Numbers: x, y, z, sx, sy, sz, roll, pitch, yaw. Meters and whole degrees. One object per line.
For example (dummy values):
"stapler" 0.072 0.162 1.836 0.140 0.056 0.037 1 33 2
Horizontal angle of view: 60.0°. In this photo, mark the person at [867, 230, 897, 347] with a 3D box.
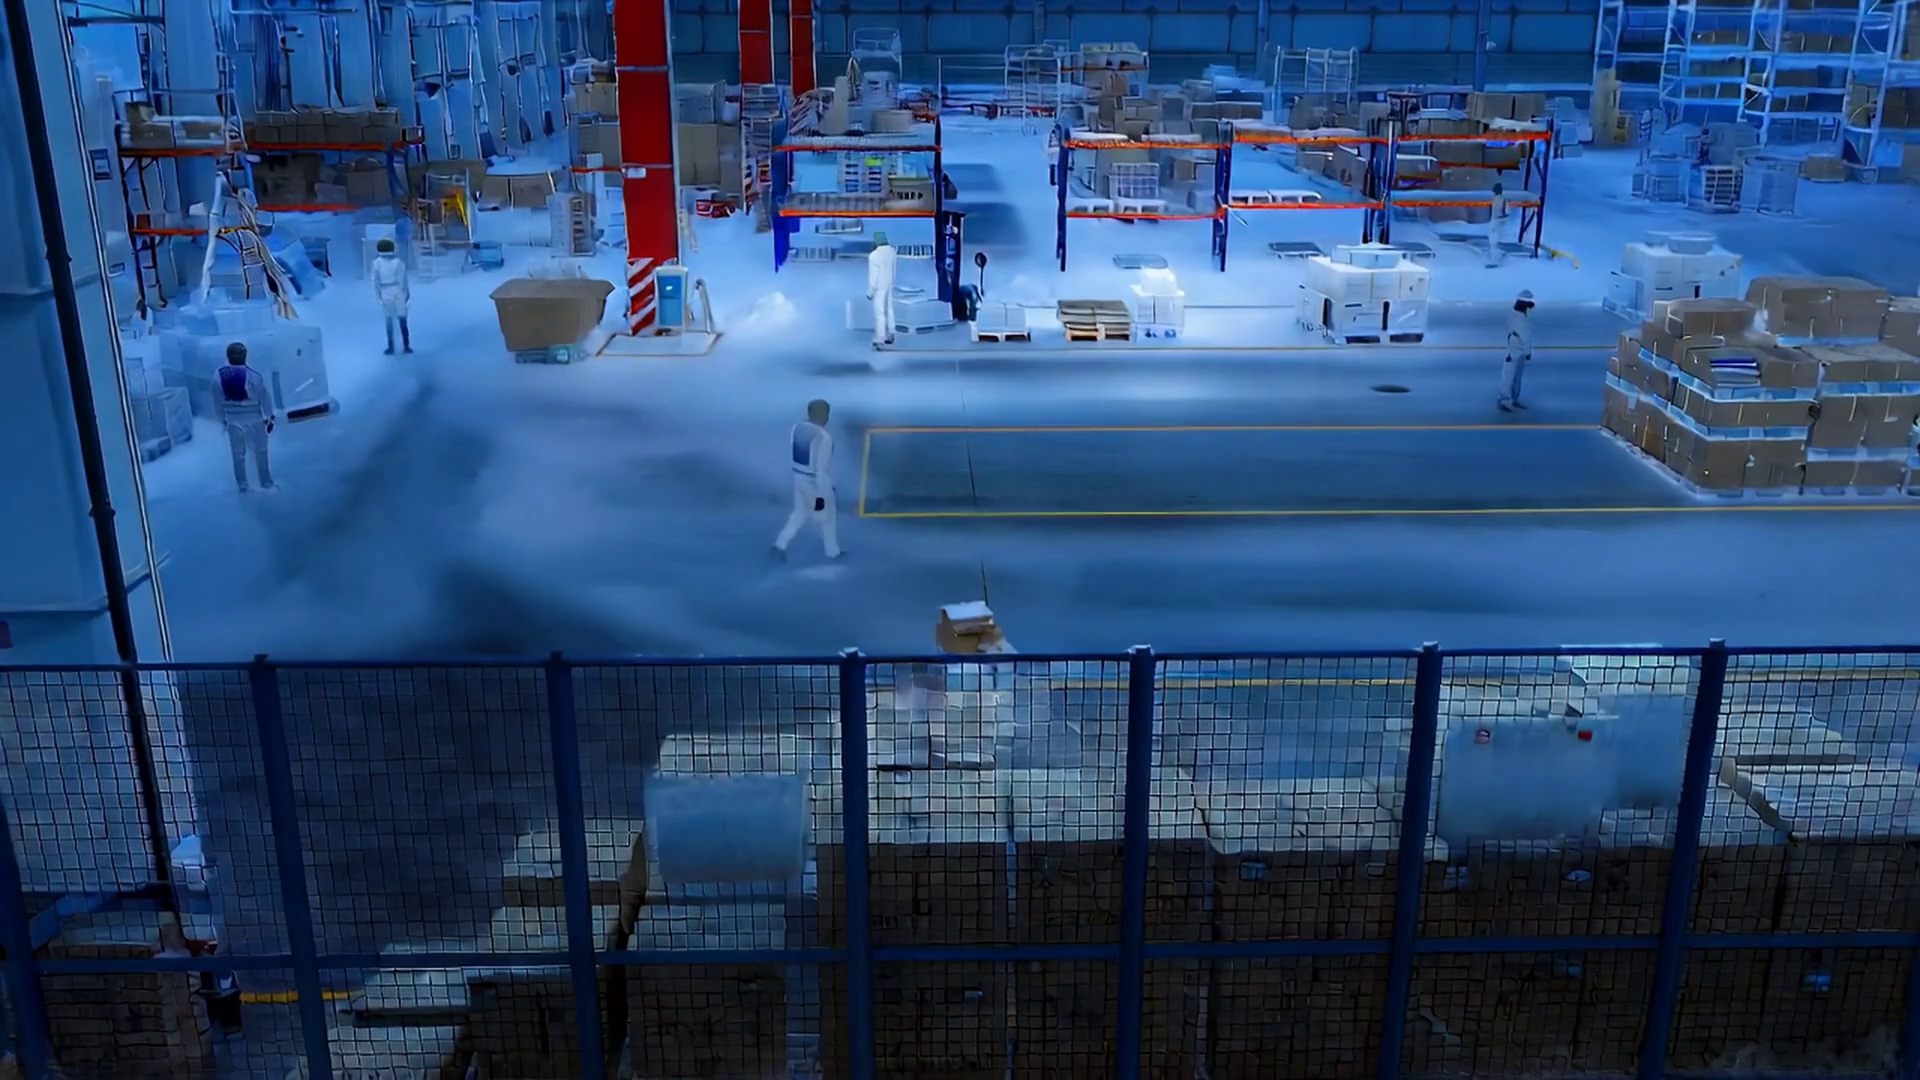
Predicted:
"person" -1.309 -4.201 27.785 0.357 1.937 0.638 14 23 36

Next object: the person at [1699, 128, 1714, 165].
"person" 22.560 -11.622 50.284 0.519 1.623 0.377 -7 20 -19

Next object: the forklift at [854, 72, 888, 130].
"forklift" -3.003 -15.007 58.391 1.129 2.768 1.873 -6 20 -18

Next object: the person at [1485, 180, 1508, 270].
"person" 11.363 -6.653 35.165 0.414 1.866 0.626 14 23 35

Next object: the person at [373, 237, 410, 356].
"person" -9.247 -3.955 27.058 0.551 1.935 0.375 1 19 4

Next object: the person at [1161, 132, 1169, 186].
"person" 5.686 -10.252 45.782 0.445 1.908 0.583 -1 19 -4

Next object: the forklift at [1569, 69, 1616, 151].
"forklift" 23.131 -15.583 60.100 1.129 2.768 1.873 -15 24 -37

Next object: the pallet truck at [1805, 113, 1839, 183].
"pallet truck" 26.403 -11.957 50.702 0.823 1.965 1.885 6 19 16

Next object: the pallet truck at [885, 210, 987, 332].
"pallet truck" -0.493 -4.759 29.349 1.885 1.965 0.823 -13 23 -34

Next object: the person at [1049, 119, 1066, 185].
"person" 2.938 -11.601 49.738 0.543 1.940 0.361 -7 20 -20

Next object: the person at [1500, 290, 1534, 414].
"person" 7.922 -2.673 23.552 0.487 1.744 0.294 -13 23 -34

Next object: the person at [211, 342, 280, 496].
"person" -8.456 -1.428 19.710 0.633 1.841 0.429 1 19 2

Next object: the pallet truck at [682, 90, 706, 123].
"pallet truck" -9.671 -15.907 62.421 0.823 1.965 1.885 5 19 15

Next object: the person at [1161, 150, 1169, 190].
"person" 5.671 -10.117 45.375 0.669 1.925 0.642 2 19 7

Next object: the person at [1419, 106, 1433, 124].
"person" 16.489 -14.499 58.830 0.518 1.625 0.454 -4 19 -11

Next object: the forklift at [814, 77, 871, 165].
"forklift" -3.904 -13.911 55.138 1.873 2.768 1.129 -1 19 -1

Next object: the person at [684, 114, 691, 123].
"person" -8.935 -13.141 54.680 0.317 1.696 0.538 3 19 8

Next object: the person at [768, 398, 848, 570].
"person" -1.585 -0.569 17.232 0.610 1.803 0.871 16 24 39

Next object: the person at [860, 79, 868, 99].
"person" -4.148 -19.107 72.029 0.367 1.932 0.623 -1 19 -4

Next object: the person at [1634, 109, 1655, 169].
"person" 22.218 -12.993 53.917 0.397 1.911 0.587 -8 20 -24
